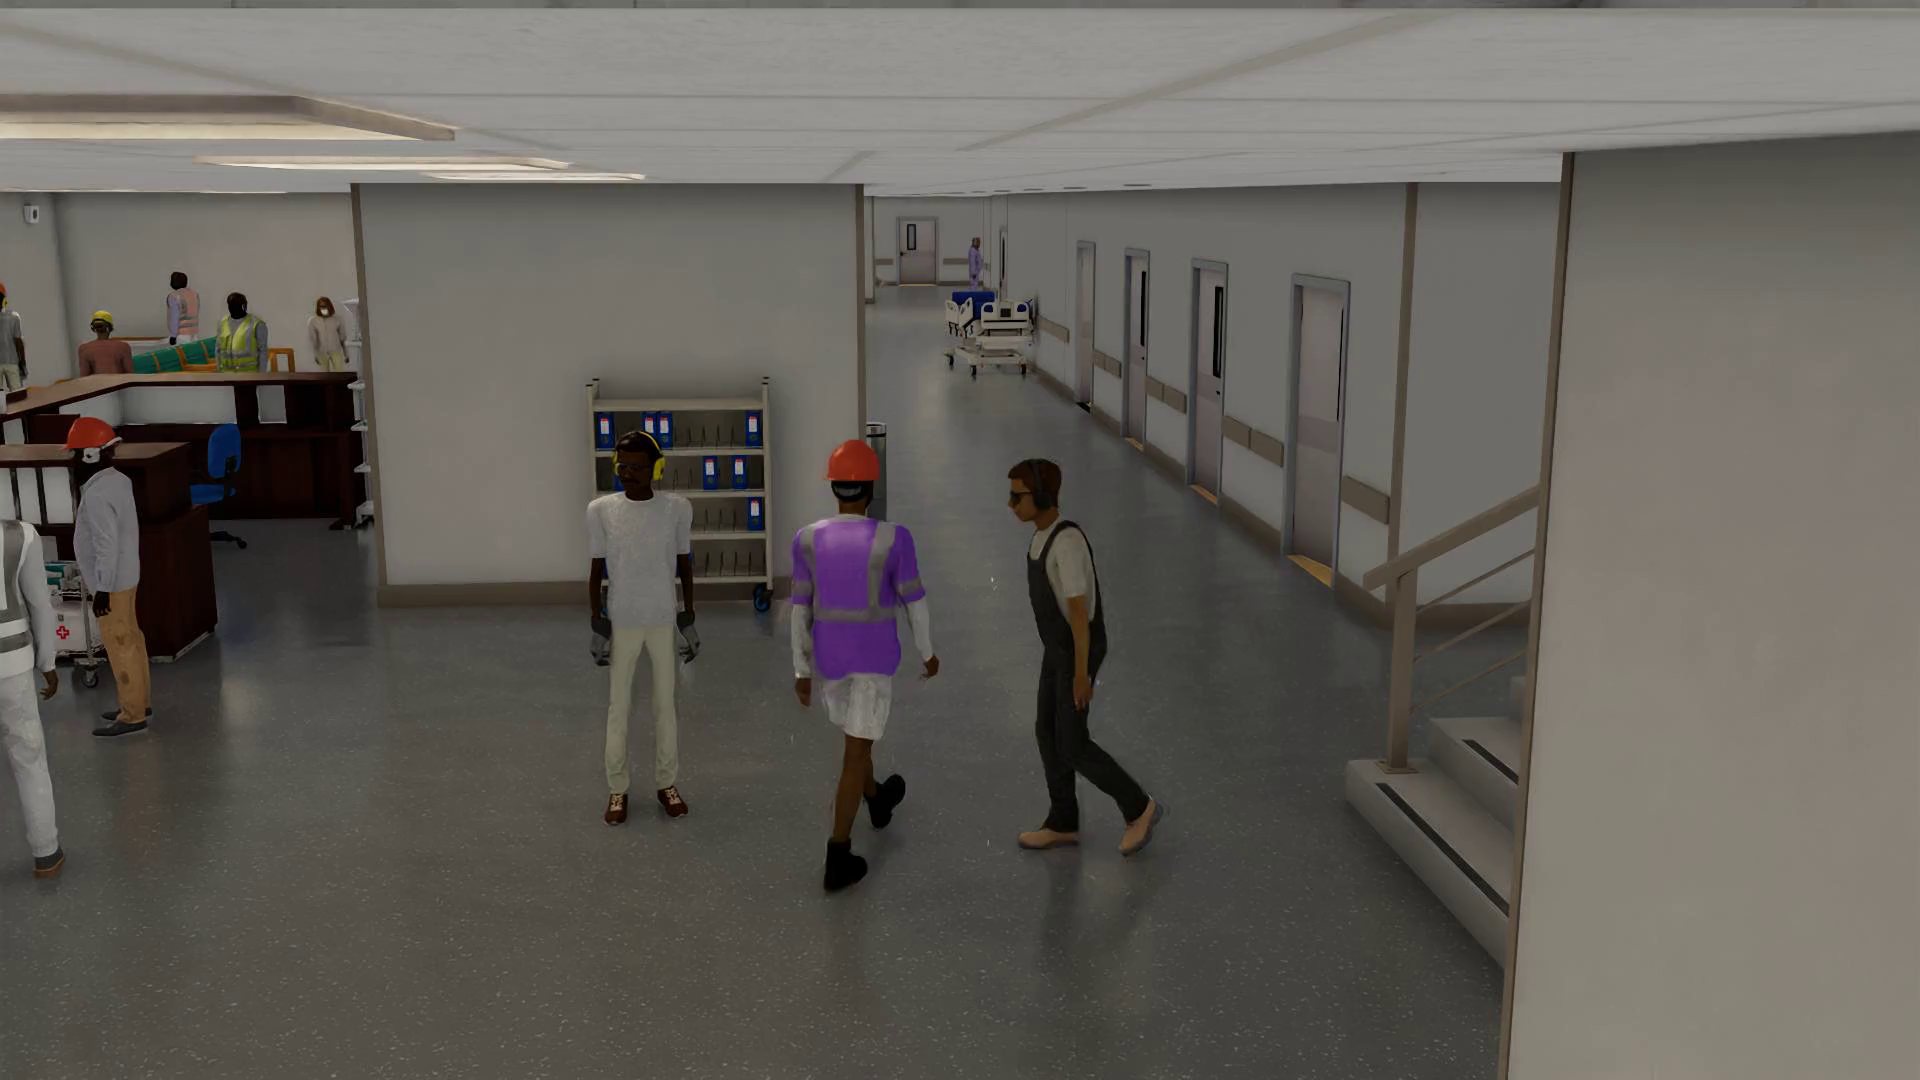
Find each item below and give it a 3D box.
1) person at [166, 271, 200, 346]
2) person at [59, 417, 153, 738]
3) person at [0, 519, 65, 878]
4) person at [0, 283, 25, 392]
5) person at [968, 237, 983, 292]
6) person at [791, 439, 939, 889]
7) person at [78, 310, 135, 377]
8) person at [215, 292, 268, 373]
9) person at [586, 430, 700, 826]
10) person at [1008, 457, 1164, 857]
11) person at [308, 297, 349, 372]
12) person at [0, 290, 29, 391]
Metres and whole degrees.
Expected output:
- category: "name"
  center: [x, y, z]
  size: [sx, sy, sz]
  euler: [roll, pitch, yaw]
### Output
- category: "person"
  center: [-11.712, -3.116, 25.076]
  size: [0.429, 1.847, 0.626]
  euler: [2, 12, 9]
- category: "person"
  center: [-4.666, 0.198, 9.095]
  size: [0.335, 1.749, 0.575]
  euler: [-3, 12, -16]
- category: "person"
  center: [-4.142, 0.551, 7.048]
  size: [0.574, 1.887, 0.355]
  euler: [-8, 14, -33]
- category: "person"
  center: [-11.665, -2.176, 20.250]
  size: [0.545, 1.939, 0.374]
  euler: [-3, 12, -13]
- category: "person"
  center: [0.426, -7.279, 45.265]
  size: [0.402, 1.904, 0.652]
  euler: [1, 12, 5]
- category: "person"
  center: [-0.427, 0.498, 7.322]
  size: [0.561, 1.875, 1.029]
  euler: [4, 12, 21]
- category: "person"
  center: [-8.990, -1.540, 17.588]
  size: [0.523, 1.760, 0.327]
  euler: [-4, 12, -21]
- category: "person"
  center: [-8.426, -1.976, 19.507]
  size: [0.627, 1.846, 0.429]
  euler: [1, 12, 4]
- category: "person"
  center: [-1.480, 0.406, 7.809]
  size: [0.513, 1.866, 0.331]
  euler: [-4, 12, -17]
- category: "person"
  center: [0.540, 0.525, 7.376]
  size: [0.657, 1.809, 0.545]
  euler: [-2, 12, -12]
- category: "person"
  center: [-8.598, -2.504, 22.692]
  size: [0.501, 1.591, 0.846]
  euler: [-4, 12, -20]
- category: "person"
  center: [-11.518, -2.096, 20.027]
  size: [0.507, 1.872, 0.329]
  euler: [-6, 13, -27]
